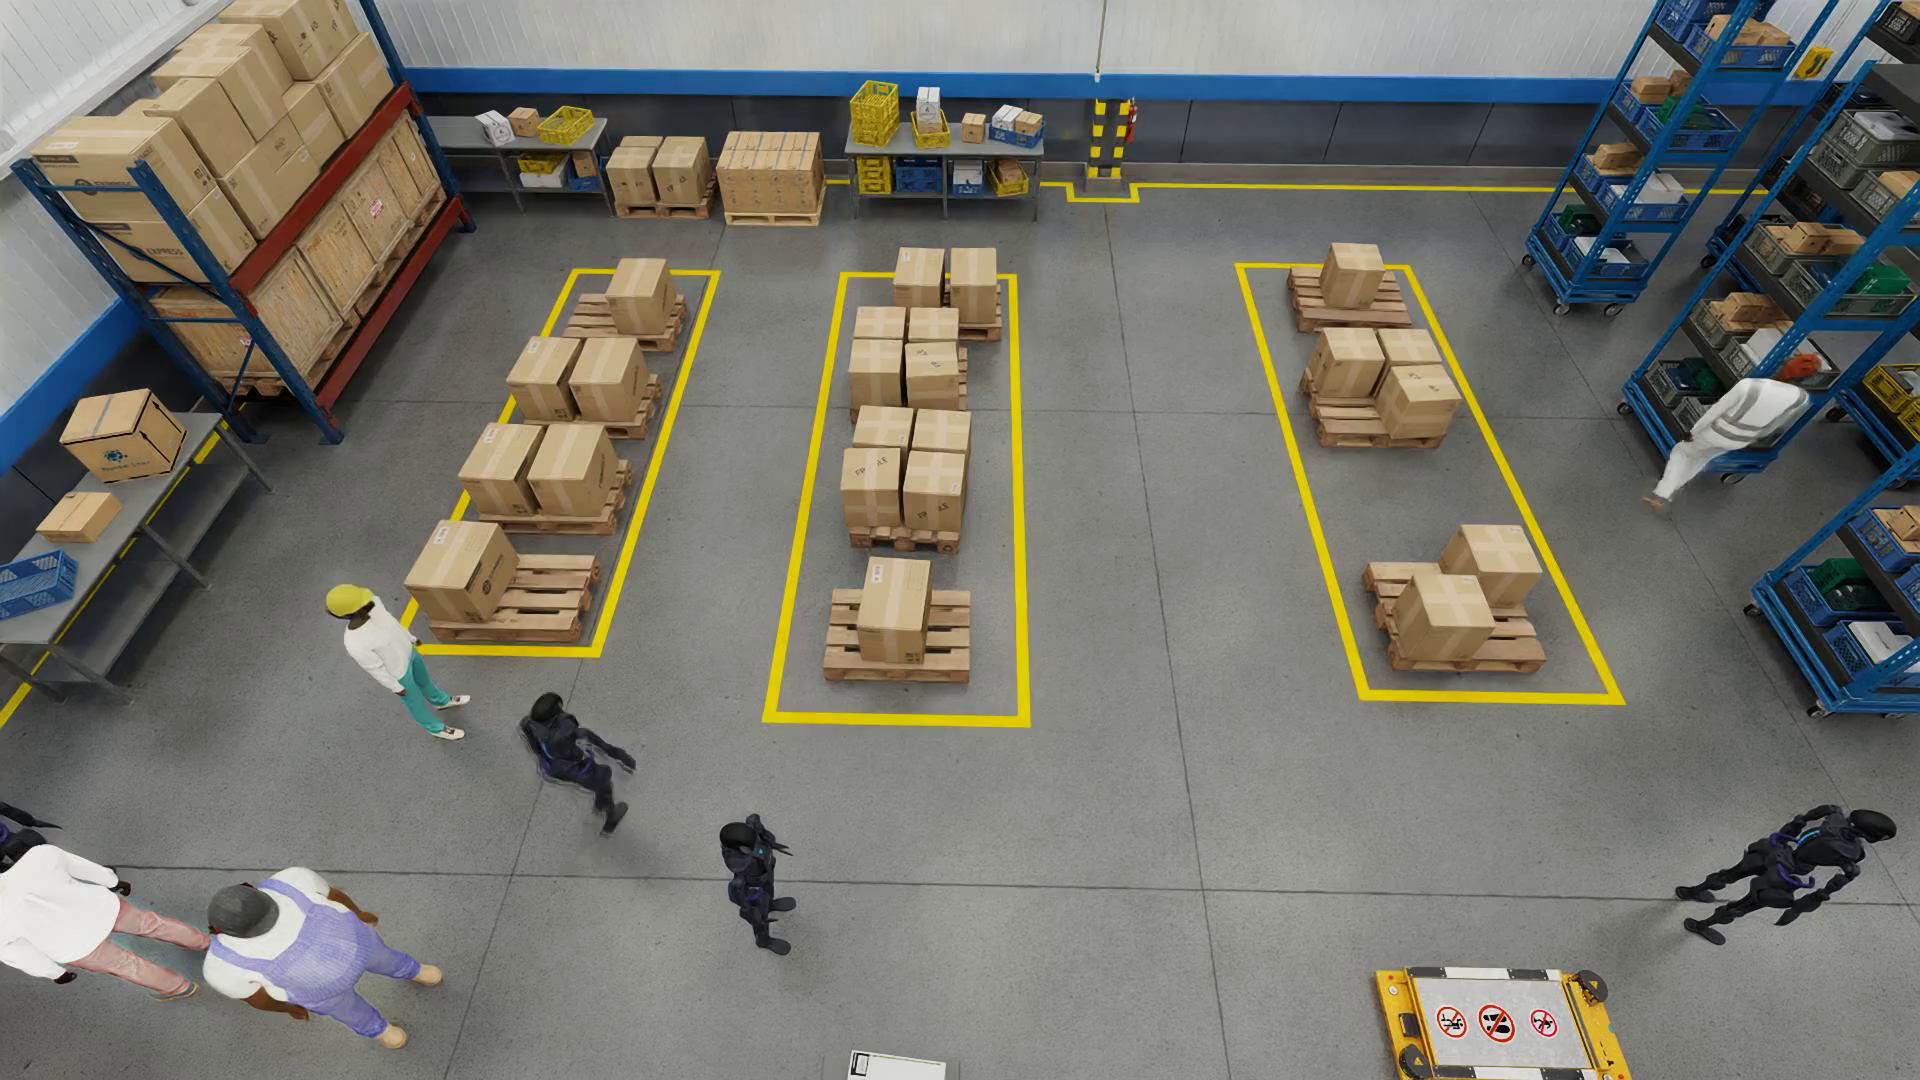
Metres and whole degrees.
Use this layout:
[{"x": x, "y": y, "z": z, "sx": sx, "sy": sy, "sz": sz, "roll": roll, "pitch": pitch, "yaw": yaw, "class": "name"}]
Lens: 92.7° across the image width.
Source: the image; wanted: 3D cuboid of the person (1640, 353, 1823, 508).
[{"x": 6.897, "y": -0.976, "z": 8.257, "sx": 0.605, "sy": 1.854, "sz": 0.450, "roll": 7, "pitch": 51, "yaw": 6, "class": "person"}]

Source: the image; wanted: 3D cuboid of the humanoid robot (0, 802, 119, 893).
[{"x": -6.245, "y": 2.033, "z": 5.910, "sx": 0.325, "sy": 1.657, "sz": 0.599, "roll": 25, "pitch": 55, "yaw": 19, "class": "humanoid robot"}]

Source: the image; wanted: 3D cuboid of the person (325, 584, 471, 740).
[{"x": -4.136, "y": 0.899, "z": 6.788, "sx": 0.319, "sy": 1.767, "sz": 0.528, "roll": -8, "pitch": 51, "yaw": -6, "class": "person"}]

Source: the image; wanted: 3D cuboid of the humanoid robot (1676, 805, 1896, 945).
[{"x": 5.257, "y": 2.116, "z": 5.843, "sx": 0.331, "sy": 1.657, "sz": 0.586, "roll": 13, "pitch": 52, "yaw": 11, "class": "humanoid robot"}]

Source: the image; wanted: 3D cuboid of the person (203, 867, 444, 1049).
[{"x": -3.682, "y": 2.446, "z": 5.350, "sx": 0.538, "sy": 2.000, "sz": 0.679, "roll": 13, "pitch": 52, "yaw": 10, "class": "person"}]

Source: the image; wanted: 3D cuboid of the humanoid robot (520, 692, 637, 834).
[{"x": -2.617, "y": 1.510, "z": 6.347, "sx": 0.642, "sy": 1.645, "sz": 0.499, "roll": 11, "pitch": 52, "yaw": 9, "class": "humanoid robot"}]

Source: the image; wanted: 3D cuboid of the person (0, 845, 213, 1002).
[{"x": -5.273, "y": 2.308, "z": 5.491, "sx": 0.389, "sy": 1.992, "sz": 0.622, "roll": 2, "pitch": 51, "yaw": 2, "class": "person"}]

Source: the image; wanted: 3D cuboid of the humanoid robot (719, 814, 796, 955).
[{"x": -1.260, "y": 2.160, "z": 5.806, "sx": 0.325, "sy": 1.657, "sz": 0.599, "roll": 2, "pitch": 51, "yaw": 2, "class": "humanoid robot"}]

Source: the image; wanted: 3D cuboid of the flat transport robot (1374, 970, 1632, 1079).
[{"x": 3.501, "y": 3.133, "z": 5.914, "sx": 1.431, "sy": 0.197, "sz": 0.652, "roll": 1, "pitch": 51, "yaw": 1, "class": "flat transport robot"}]
